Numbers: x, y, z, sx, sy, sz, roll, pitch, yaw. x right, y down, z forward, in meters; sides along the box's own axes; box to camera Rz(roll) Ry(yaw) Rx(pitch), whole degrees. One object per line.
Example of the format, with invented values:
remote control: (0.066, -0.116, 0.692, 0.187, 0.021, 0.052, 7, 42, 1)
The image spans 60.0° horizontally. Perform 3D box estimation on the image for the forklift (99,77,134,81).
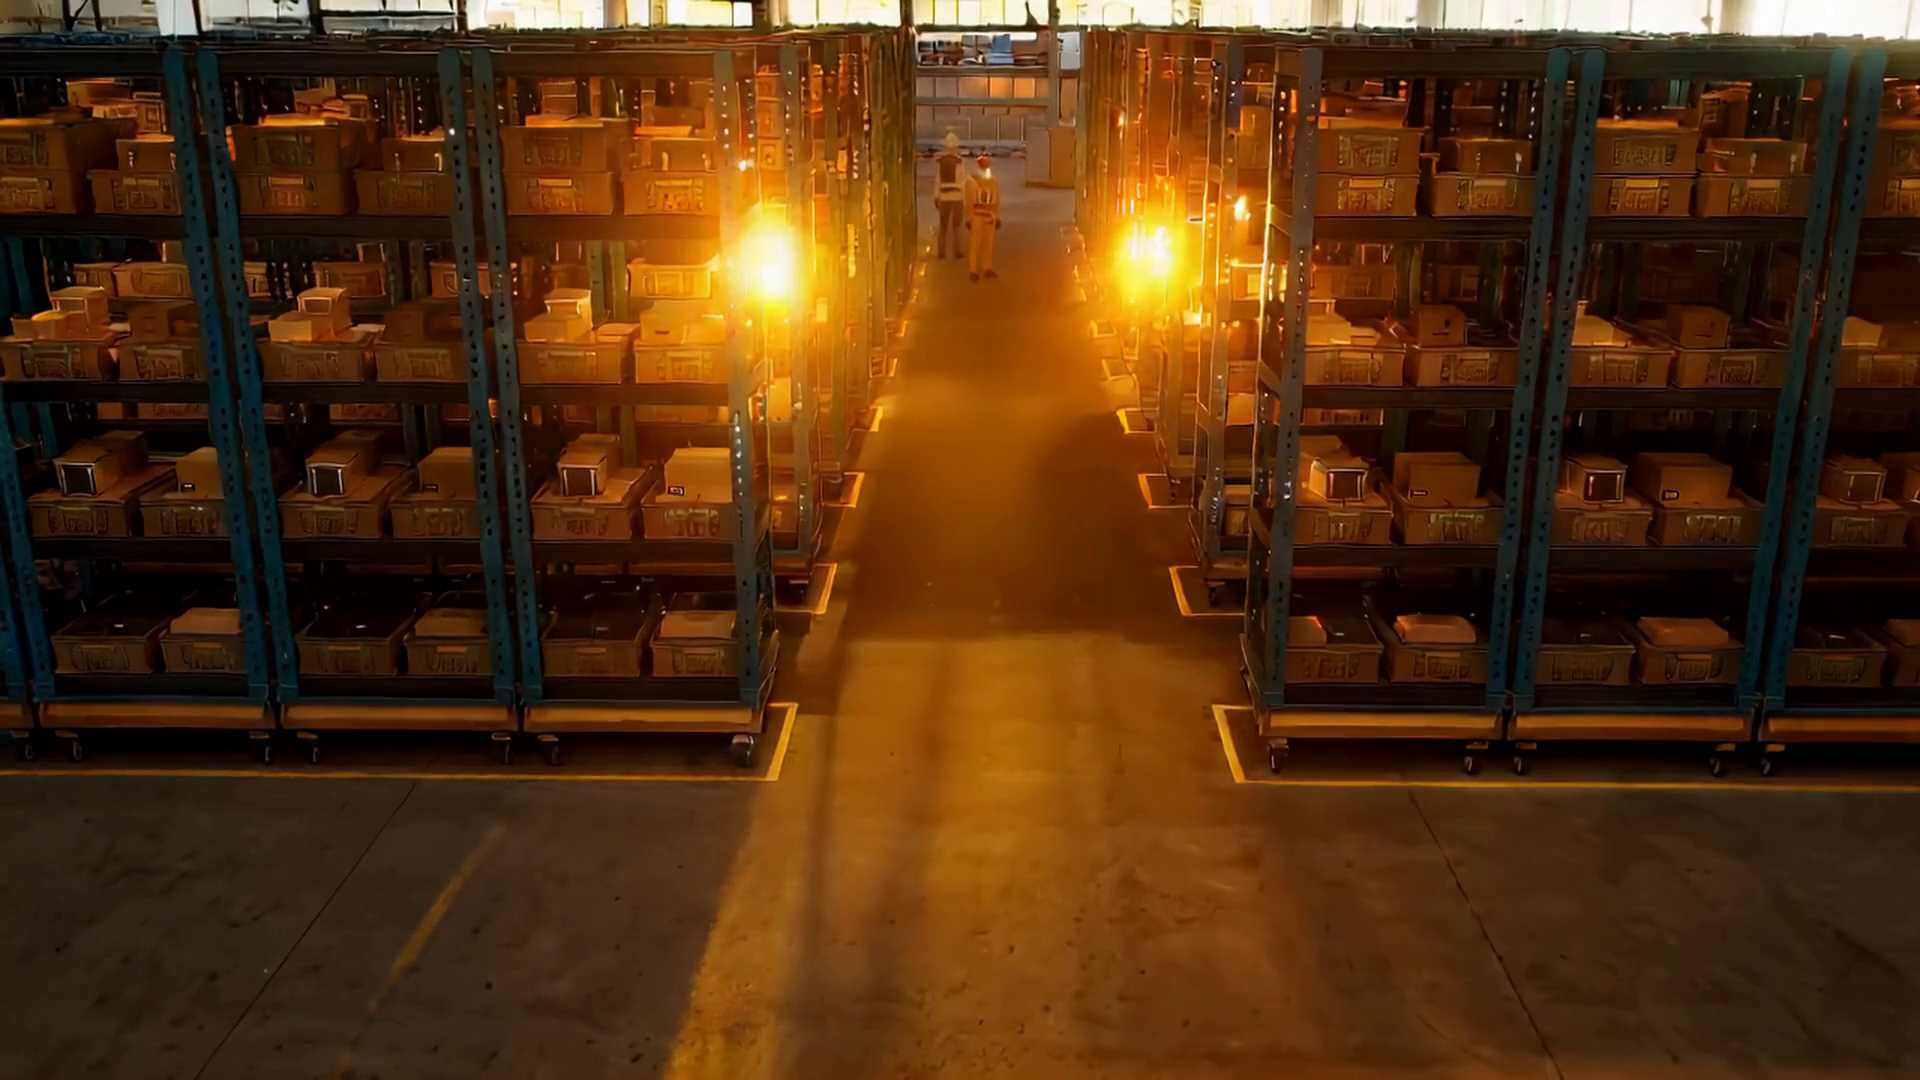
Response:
forklift: (-24.422, -12.758, 48.297, 1.129, 2.768, 1.873, -1, 17, -2)

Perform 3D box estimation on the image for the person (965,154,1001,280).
person: (0.358, -4.768, 24.573, 0.592, 1.823, 0.404, -11, 21, -32)

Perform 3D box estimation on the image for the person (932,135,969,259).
person: (-0.147, -5.503, 26.720, 0.605, 1.941, 0.406, 5, 18, 14)
